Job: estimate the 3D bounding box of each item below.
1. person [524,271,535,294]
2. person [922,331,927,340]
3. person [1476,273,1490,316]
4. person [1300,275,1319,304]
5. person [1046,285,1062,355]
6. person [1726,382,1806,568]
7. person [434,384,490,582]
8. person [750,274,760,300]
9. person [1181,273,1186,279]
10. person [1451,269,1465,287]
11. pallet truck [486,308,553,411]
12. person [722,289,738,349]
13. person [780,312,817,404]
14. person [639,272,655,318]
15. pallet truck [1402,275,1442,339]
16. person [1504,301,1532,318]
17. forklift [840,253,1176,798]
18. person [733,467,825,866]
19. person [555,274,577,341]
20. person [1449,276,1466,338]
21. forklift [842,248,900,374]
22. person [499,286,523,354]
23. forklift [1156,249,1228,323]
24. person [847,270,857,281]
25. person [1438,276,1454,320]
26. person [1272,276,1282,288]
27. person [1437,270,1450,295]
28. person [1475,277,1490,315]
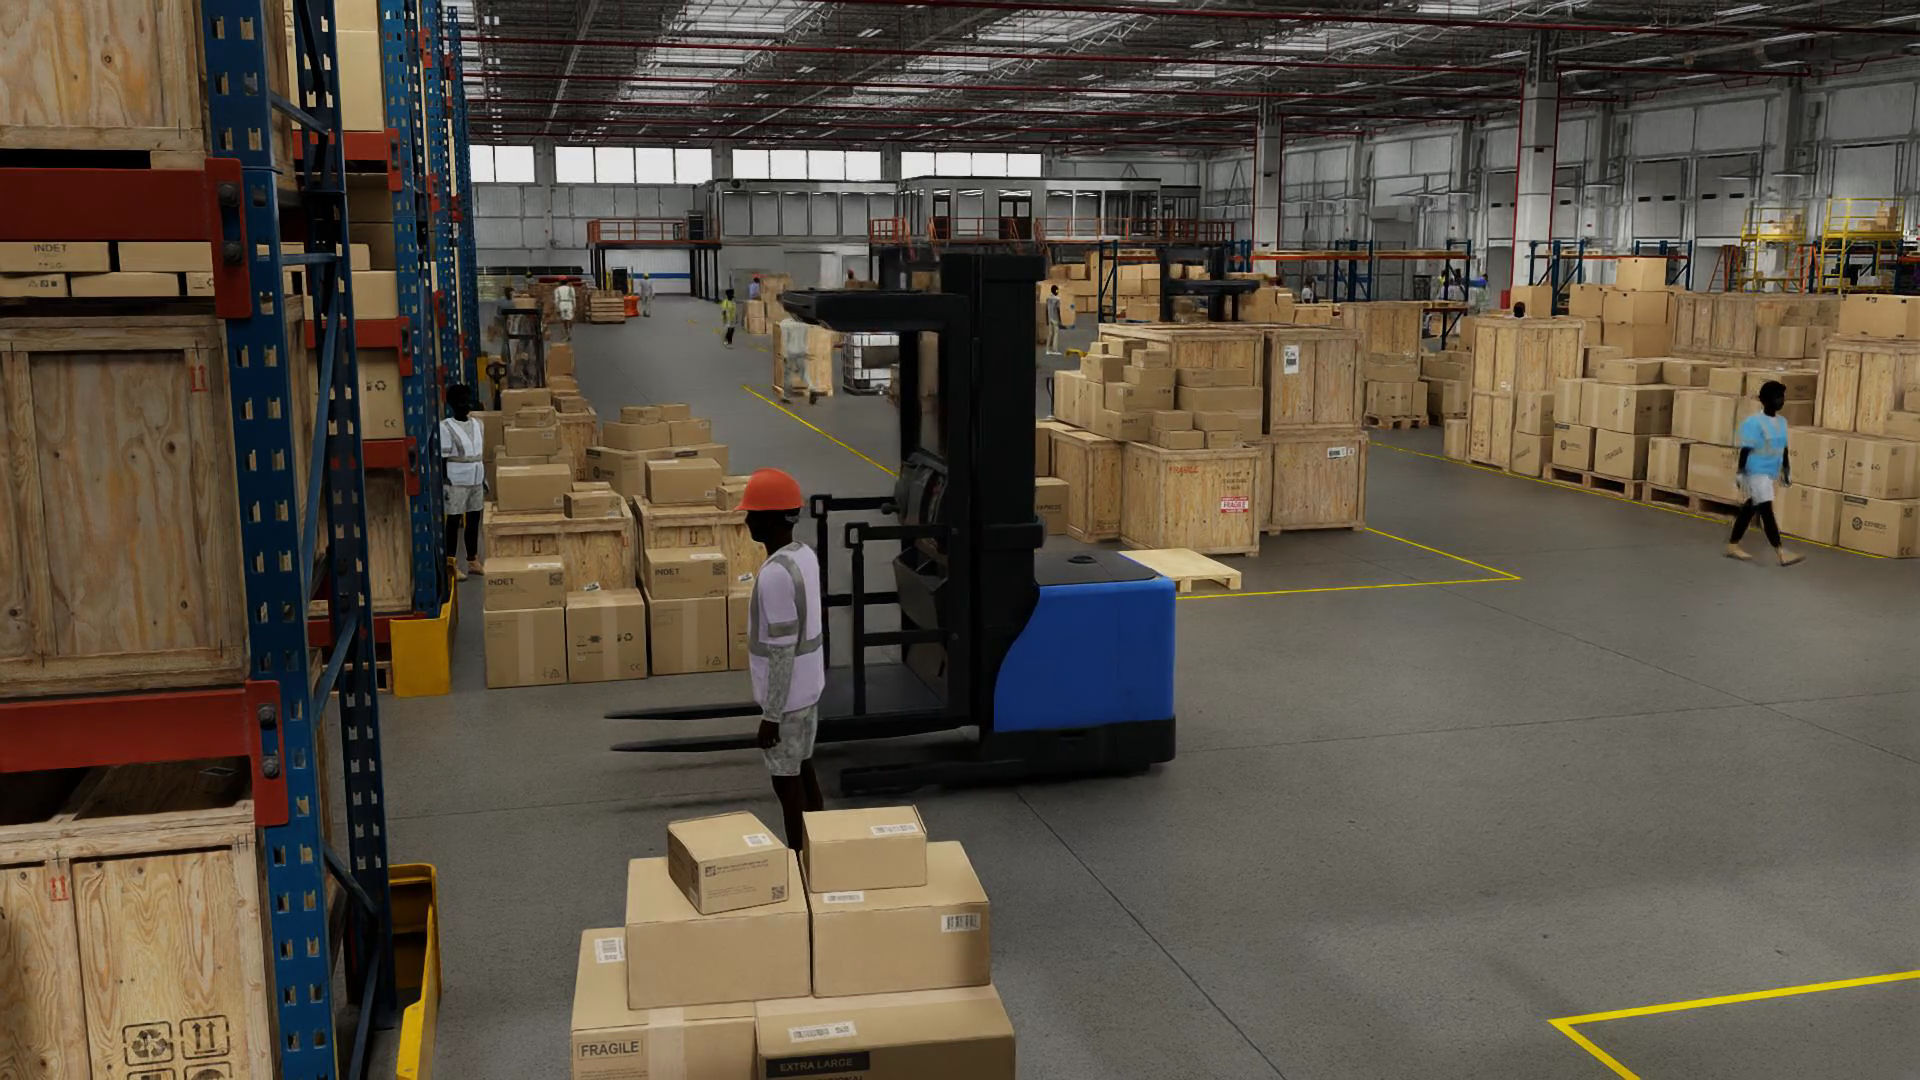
[{"bbox_3d":[-20.090,-11.711,77.783,0.510,1.715,0.709,-5,11,-24],"label":"person"},{"bbox_3d":[-0.972,-4.290,35.979,0.514,1.641,0.309,-1,10,-4],"label":"person"},{"bbox_3d":[19.451,-8.966,61.823,0.533,1.864,0.311,-3,10,-14],"label":"person"},{"bbox_3d":[10.192,-6.698,48.477,0.538,2.000,0.689,1,10,7],"label":"person"},{"bbox_3d":[2.488,-5.830,44.094,0.321,1.859,0.513,-9,13,-41],"label":"person"},{"bbox_3d":[7.293,-0.587,14.924,0.553,1.651,0.864,-6,12,-32],"label":"person"},{"bbox_3d":[-4.278,-0.499,14.347,0.315,1.695,0.541,6,11,29],"label":"person"},{"bbox_3d":[-7.234,-8.388,58.382,0.609,1.919,0.568,-9,13,-42],"label":"person"},{"bbox_3d":[8.402,-9.065,62.370,0.352,1.877,0.572,-6,12,-31],"label":"person"},{"bbox_3d":[22.196,-11.129,74.058,0.582,1.858,0.990,-1,10,-6],"label":"person"},{"bbox_3d":[-6.242,-2.418,24.362,0.823,1.965,1.885,1,10,3],"label":"pallet truck"},{"bbox_3d":[-6.417,-6.175,46.496,0.374,1.682,0.557,6,11,29],"label":"person"},{"bbox_3d":[-2.946,-3.388,30.122,0.637,1.913,0.844,-8,13,-37],"label":"person"},{"bbox_3d":[-12.687,-9.928,67.413,0.611,1.806,0.684,-2,10,-10],"label":"person"},{"bbox_3d":[14.620,-7.324,52.145,0.823,1.965,1.885,8,13,40],"label":"pallet truck"},{"bbox_3d":[10.503,-3.577,31.387,0.623,1.839,0.429,3,11,18],"label":"person"},{"bbox_3d":[0.166,-0.162,9.092,1.873,2.768,1.129,-3,10,-15],"label":"forklift"},{"bbox_3d":[-0.776,0.652,7.151,0.377,1.936,0.549,1,10,8],"label":"person"},{"bbox_3d":[-11.960,-7.049,50.524,0.653,2.020,0.505,0,10,2],"label":"person"},{"bbox_3d":[15.661,-7.354,52.530,0.529,1.916,0.671,9,14,42],"label":"person"},{"bbox_3d":[-1.549,-4.903,35.935,1.873,2.768,1.129,-3,10,-15],"label":"forklift"},{"bbox_3d":[-10.645,-5.075,39.621,0.702,1.917,0.661,3,11,18],"label":"person"},{"bbox_3d":[3.170,-2.608,22.942,1.129,2.768,1.873,-3,10,-15],"label":"forklift"},{"bbox_3d":[-4.552,-10.294,69.251,0.769,1.915,0.551,-10,14,-43],"label":"person"},{"bbox_3d":[15.803,-7.637,54.145,0.394,1.921,0.586,-9,13,-42],"label":"person"},{"bbox_3d":[10.738,-7.936,56.001,0.571,1.868,0.579,9,14,42],"label":"person"},{"bbox_3d":[21.436,-11.010,73.579,0.647,1.796,0.931,-1,10,-6],"label":"person"},{"bbox_3d":[16.477,-7.351,52.552,0.627,1.905,0.624,-7,12,-35],"label":"person"}]
